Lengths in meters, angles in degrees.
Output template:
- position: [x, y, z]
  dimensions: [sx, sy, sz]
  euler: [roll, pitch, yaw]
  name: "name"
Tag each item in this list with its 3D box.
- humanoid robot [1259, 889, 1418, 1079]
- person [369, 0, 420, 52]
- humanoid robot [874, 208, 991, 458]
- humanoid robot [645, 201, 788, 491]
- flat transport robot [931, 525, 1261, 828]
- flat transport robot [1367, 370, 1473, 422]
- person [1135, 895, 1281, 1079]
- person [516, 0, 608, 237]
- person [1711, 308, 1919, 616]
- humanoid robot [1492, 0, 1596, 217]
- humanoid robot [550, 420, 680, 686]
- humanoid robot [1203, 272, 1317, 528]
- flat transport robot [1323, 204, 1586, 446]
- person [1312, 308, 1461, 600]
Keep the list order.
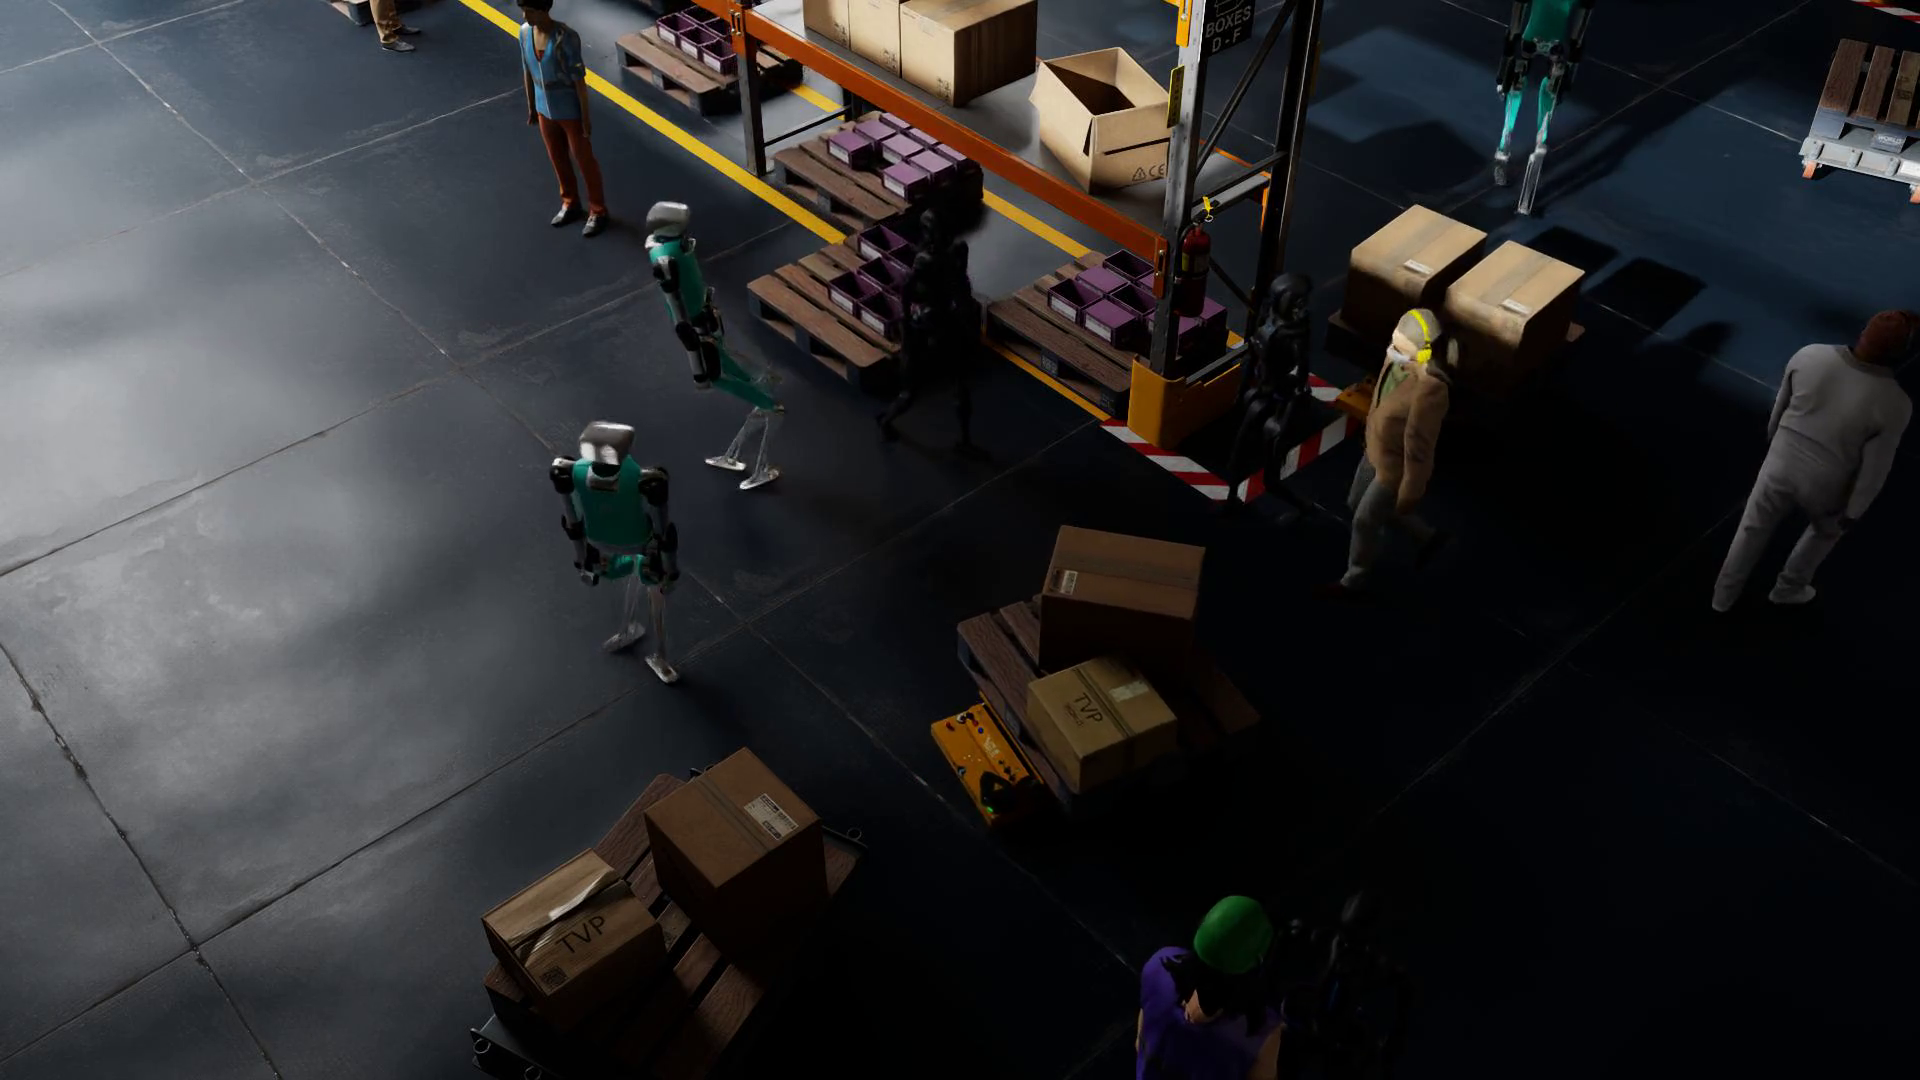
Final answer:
- position: [1.344, 1.773, 6.127]
  dimensions: [0.595, 1.653, 0.423]
  euler: [20, 46, 21]
  name: "humanoid robot"
- position: [-4.624, -4.763, 13.185]
  dimensions: [0.335, 1.742, 0.562]
  euler: [-2, 43, -2]
  name: "person"
- position: [-0.170, -1.171, 9.368]
  dimensions: [0.694, 1.636, 0.602]
  euler: [30, 50, 28]
  name: "humanoid robot"
- position: [-1.235, -1.058, 9.149]
  dimensions: [0.819, 1.758, 0.557]
  euler: [-3, 43, -3]
  name: "humanoid robot"
- position: [0.639, 0.876, 8.142]
  dimensions: [1.431, 0.231, 0.659]
  euler: [-19, 46, -19]
  name: "flat transport robot"
- position: [2.882, -1.259, 10.465]
  dimensions: [0.659, 0.231, 1.431]
  euler: [4, 43, 5]
  name: "flat transport robot"
- position: [0.835, 1.894, 5.816]
  dimensions: [0.539, 1.923, 0.435]
  euler: [31, 51, 30]
  name: "person"
- position: [-2.686, -2.883, 11.132]
  dimensions: [0.502, 1.758, 0.339]
  euler: [17, 45, 17]
  name: "person"
- position: [4.293, -0.368, 8.305]
  dimensions: [0.687, 1.870, 0.682]
  euler: [-26, 49, -26]
  name: "person"
- position: [3.918, -3.002, 11.306]
  dimensions: [0.534, 1.781, 1.001]
  euler: [8, 43, 9]
  name: "humanoid robot"
- position: [-1.566, -0.011, 8.016]
  dimensions: [0.633, 1.769, 0.821]
  euler: [5, 43, 5]
  name: "humanoid robot"
- position: [1.696, -0.723, 8.867]
  dimensions: [0.589, 1.659, 0.587]
  euler: [-15, 45, -15]
  name: "humanoid robot"
- position: [2.993, -1.065, 10.254]
  dimensions: [0.659, 0.231, 1.431]
  euler: [32, 52, 30]
  name: "flat transport robot"
- position: [2.245, -0.410, 8.370]
  dimensions: [0.644, 1.851, 0.550]
  euler: [-2, 43, -2]
  name: "person"
